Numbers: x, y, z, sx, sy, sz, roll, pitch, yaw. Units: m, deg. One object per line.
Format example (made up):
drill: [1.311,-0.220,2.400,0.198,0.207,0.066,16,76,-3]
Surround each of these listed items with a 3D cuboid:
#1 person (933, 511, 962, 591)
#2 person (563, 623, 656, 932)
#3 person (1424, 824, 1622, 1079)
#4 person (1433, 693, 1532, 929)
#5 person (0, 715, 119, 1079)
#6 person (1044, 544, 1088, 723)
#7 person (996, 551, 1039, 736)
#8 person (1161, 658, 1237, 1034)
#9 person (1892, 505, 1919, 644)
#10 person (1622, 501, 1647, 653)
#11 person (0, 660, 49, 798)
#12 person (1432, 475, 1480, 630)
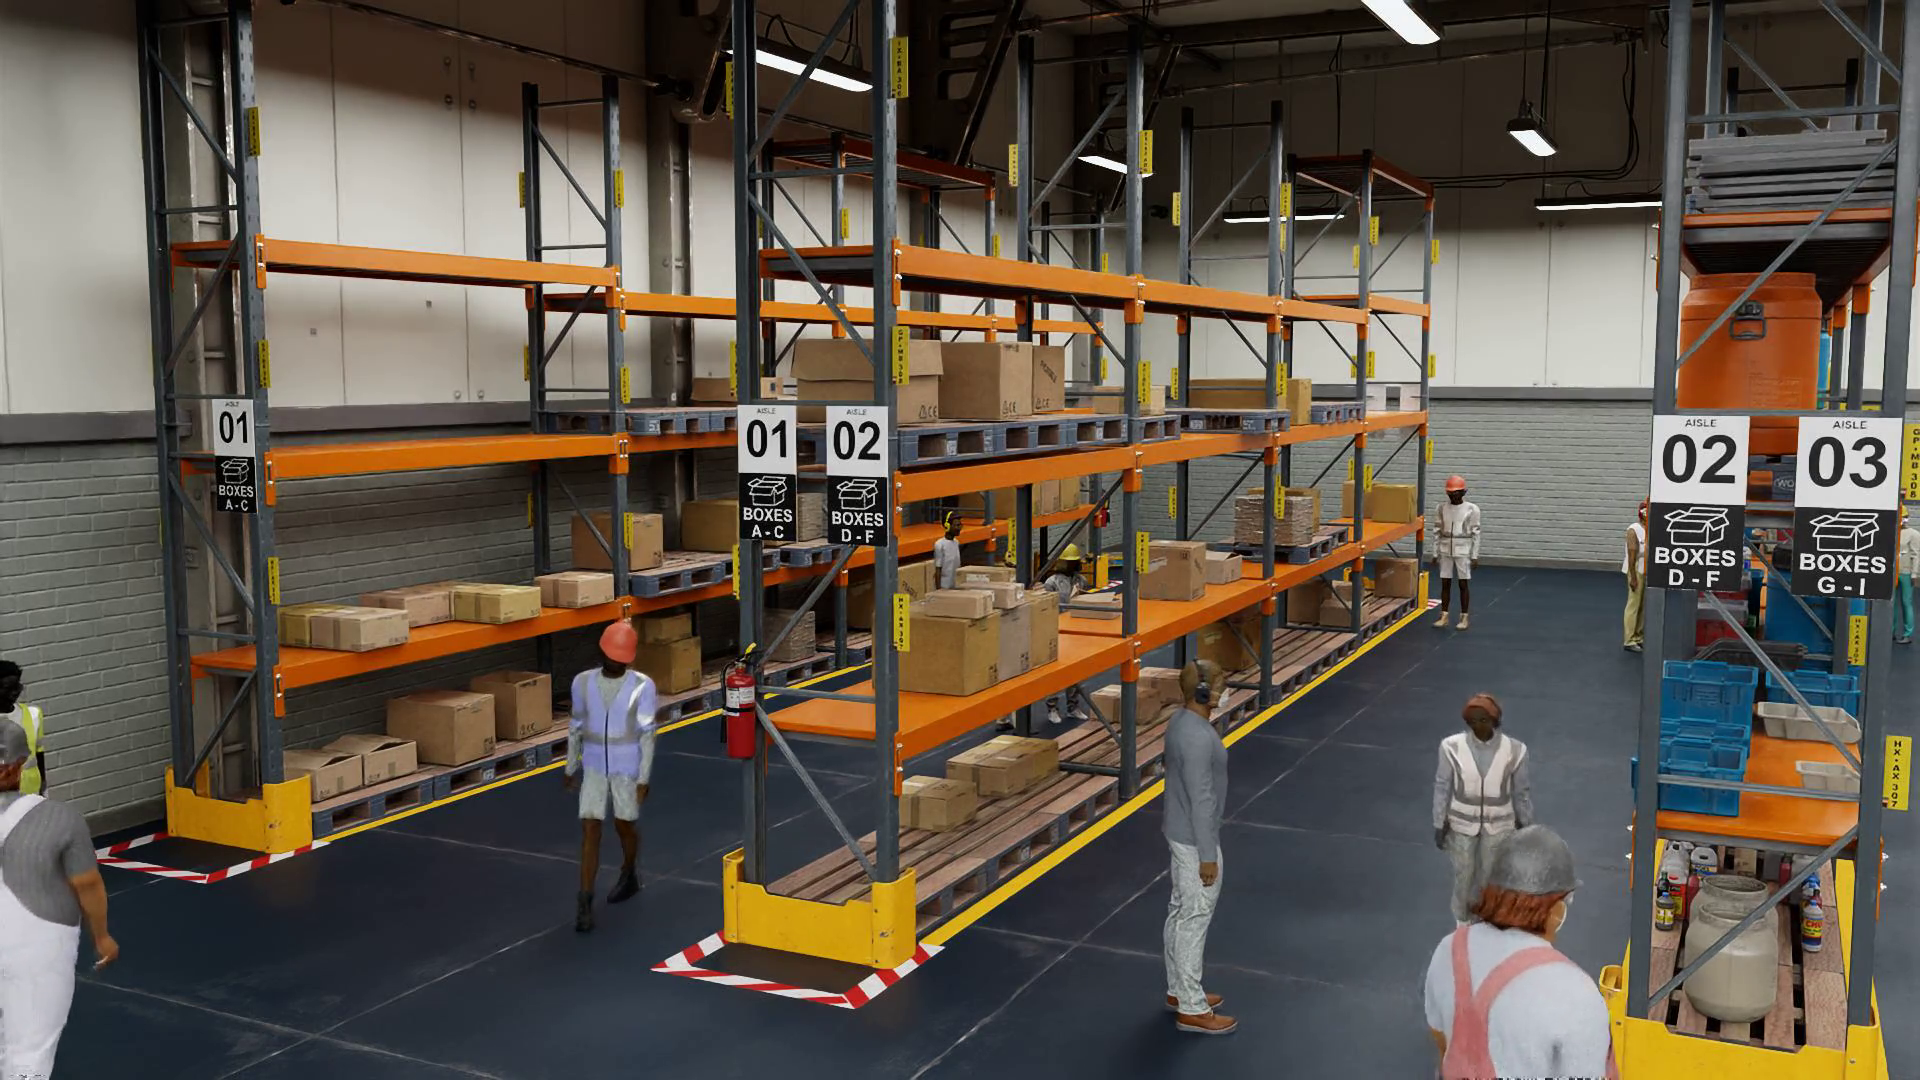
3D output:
person: [-0.125,0.604,18.506,0.326,1.861,0.511,3,7,26]
person: [-2.205,1.430,10.427,0.625,1.870,0.922,0,6,3]
person: [1.756,1.881,5.196,0.618,2.000,0.696,-2,6,-22]
person: [3.019,1.648,9.612,0.556,1.593,0.856,2,6,18]
person: [-3.991,1.696,6.997,0.697,2.000,1.043,-1,6,-7]
person: [1.050,0.900,16.168,0.488,1.744,0.296,-3,7,-30]
person: [0.517,0.945,15.618,0.322,1.769,0.523,-4,7,-36]
person: [1.242,1.573,8.682,0.372,1.940,0.629,0,6,-2]
person: [11.732,0.418,20.822,0.341,1.752,0.531,-3,6,-25]
person: [8.262,0.439,20.197,0.564,1.836,0.388,-6,8,-44]
person: [-5.756,1.557,10.049,0.318,1.691,0.538,3,6,23]
person: [6.492,0.170,21.827,0.615,2.040,0.392,5,7,38]
